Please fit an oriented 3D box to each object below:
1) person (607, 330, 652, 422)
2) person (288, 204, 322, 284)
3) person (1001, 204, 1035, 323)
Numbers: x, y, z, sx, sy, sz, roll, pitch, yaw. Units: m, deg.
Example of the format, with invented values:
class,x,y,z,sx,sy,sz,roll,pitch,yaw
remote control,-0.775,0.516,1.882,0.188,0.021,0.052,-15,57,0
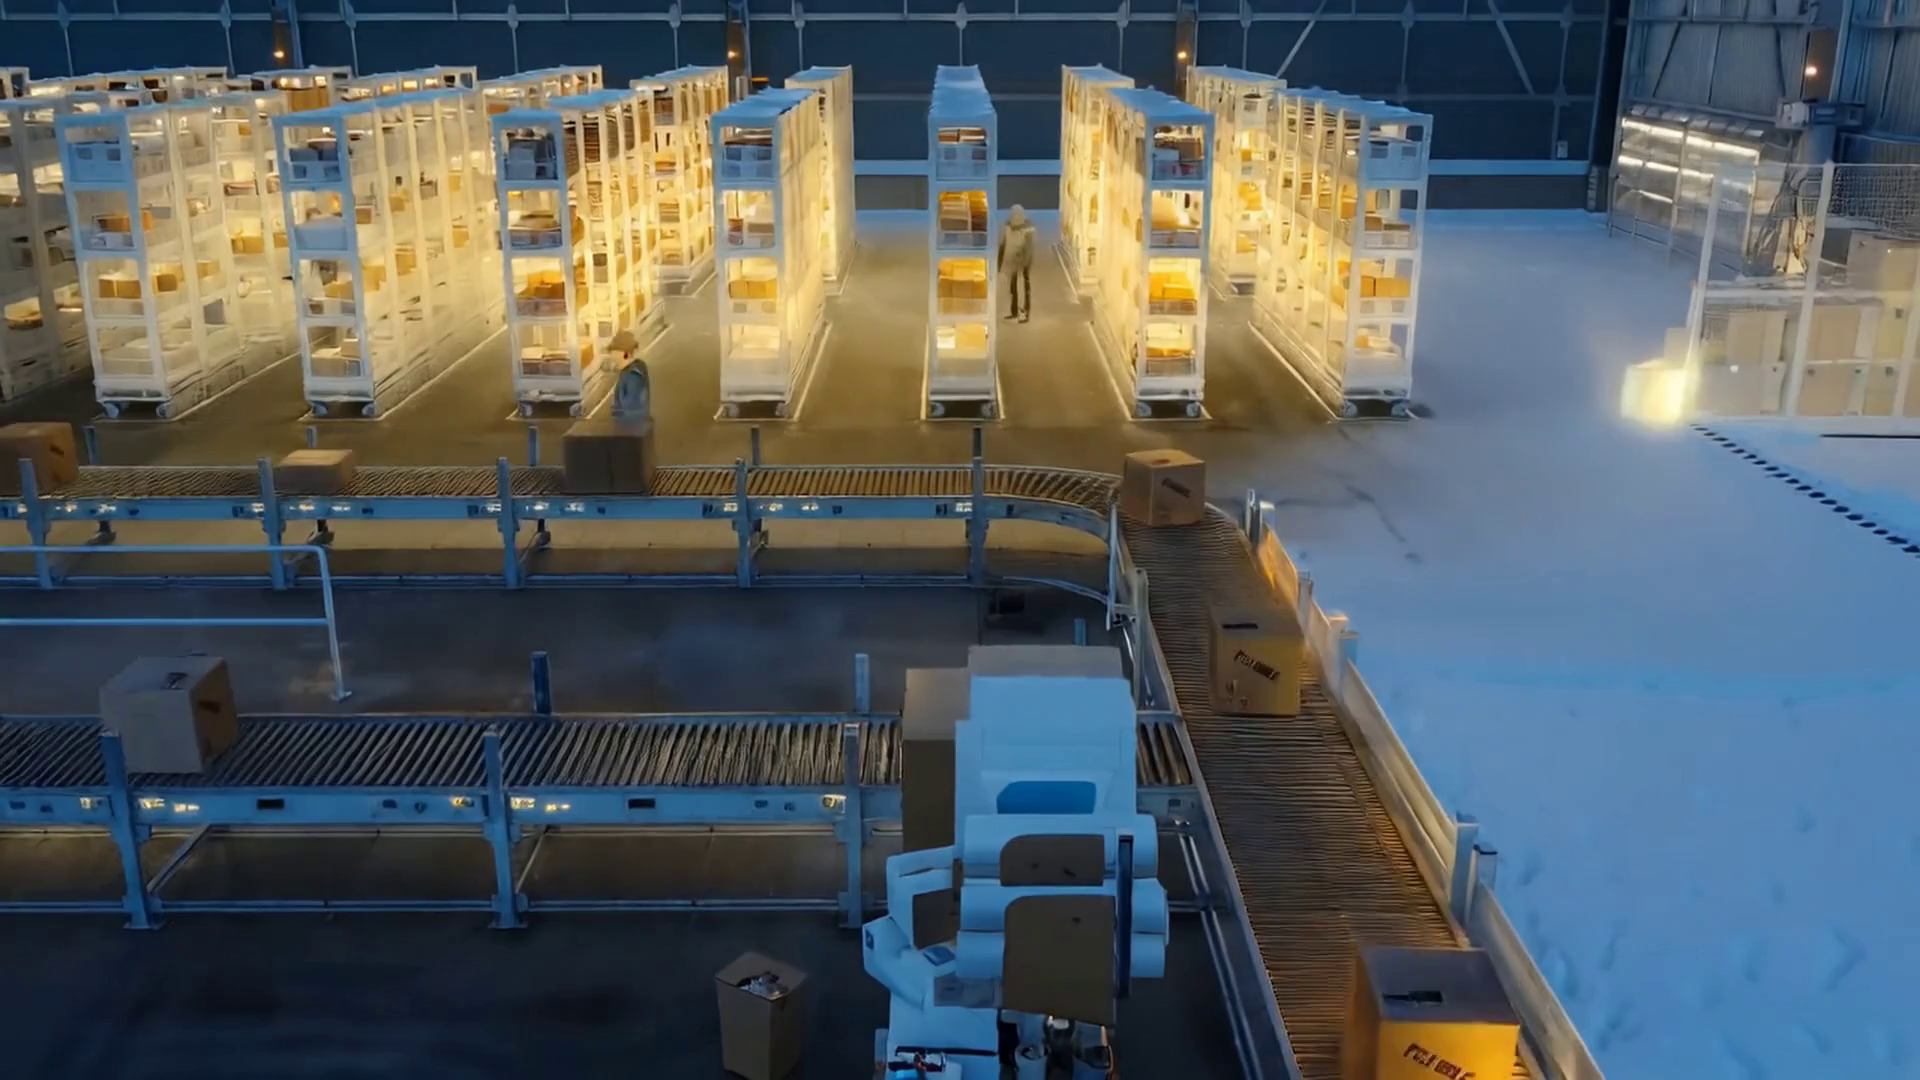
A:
class,x,y,z,sx,sy,sz,roll,pitch,yaw
person,-3.212,-1.157,16.254,0.420,1.818,0.618,-4,18,-11
person,-11.058,-5.059,27.997,0.377,1.995,0.612,12,22,33
person,0.915,-4.340,26.046,0.574,1.832,0.398,10,21,28
